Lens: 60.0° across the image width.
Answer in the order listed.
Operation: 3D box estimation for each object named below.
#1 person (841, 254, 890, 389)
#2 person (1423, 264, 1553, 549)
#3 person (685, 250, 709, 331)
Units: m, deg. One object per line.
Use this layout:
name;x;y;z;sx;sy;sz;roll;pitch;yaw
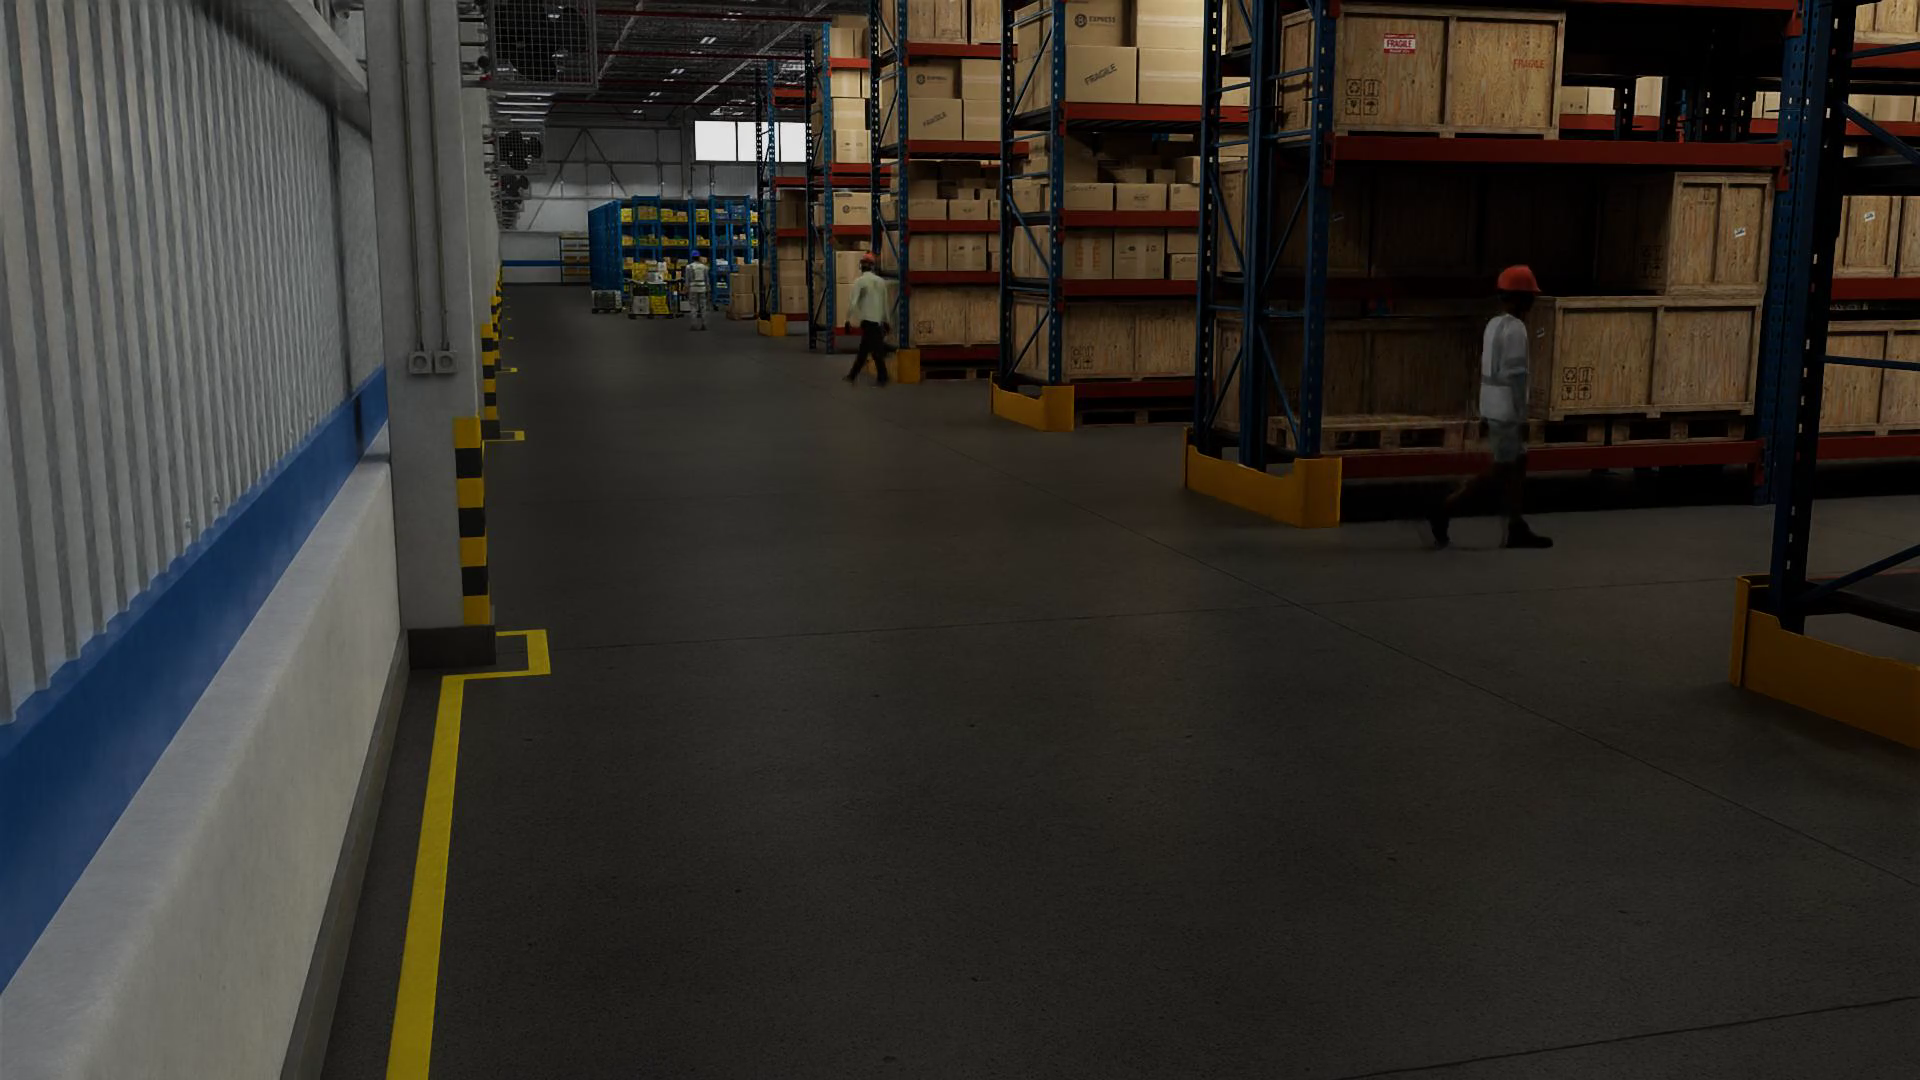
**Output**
person;-1.374;-3.118;23.792;1.047;1.904;0.739;7;12;36
person;3.546;-0.870;11.047;0.818;1.910;0.546;1;10;6
person;-6.325;-5.989;39.930;0.616;1.942;0.408;-8;13;-37
